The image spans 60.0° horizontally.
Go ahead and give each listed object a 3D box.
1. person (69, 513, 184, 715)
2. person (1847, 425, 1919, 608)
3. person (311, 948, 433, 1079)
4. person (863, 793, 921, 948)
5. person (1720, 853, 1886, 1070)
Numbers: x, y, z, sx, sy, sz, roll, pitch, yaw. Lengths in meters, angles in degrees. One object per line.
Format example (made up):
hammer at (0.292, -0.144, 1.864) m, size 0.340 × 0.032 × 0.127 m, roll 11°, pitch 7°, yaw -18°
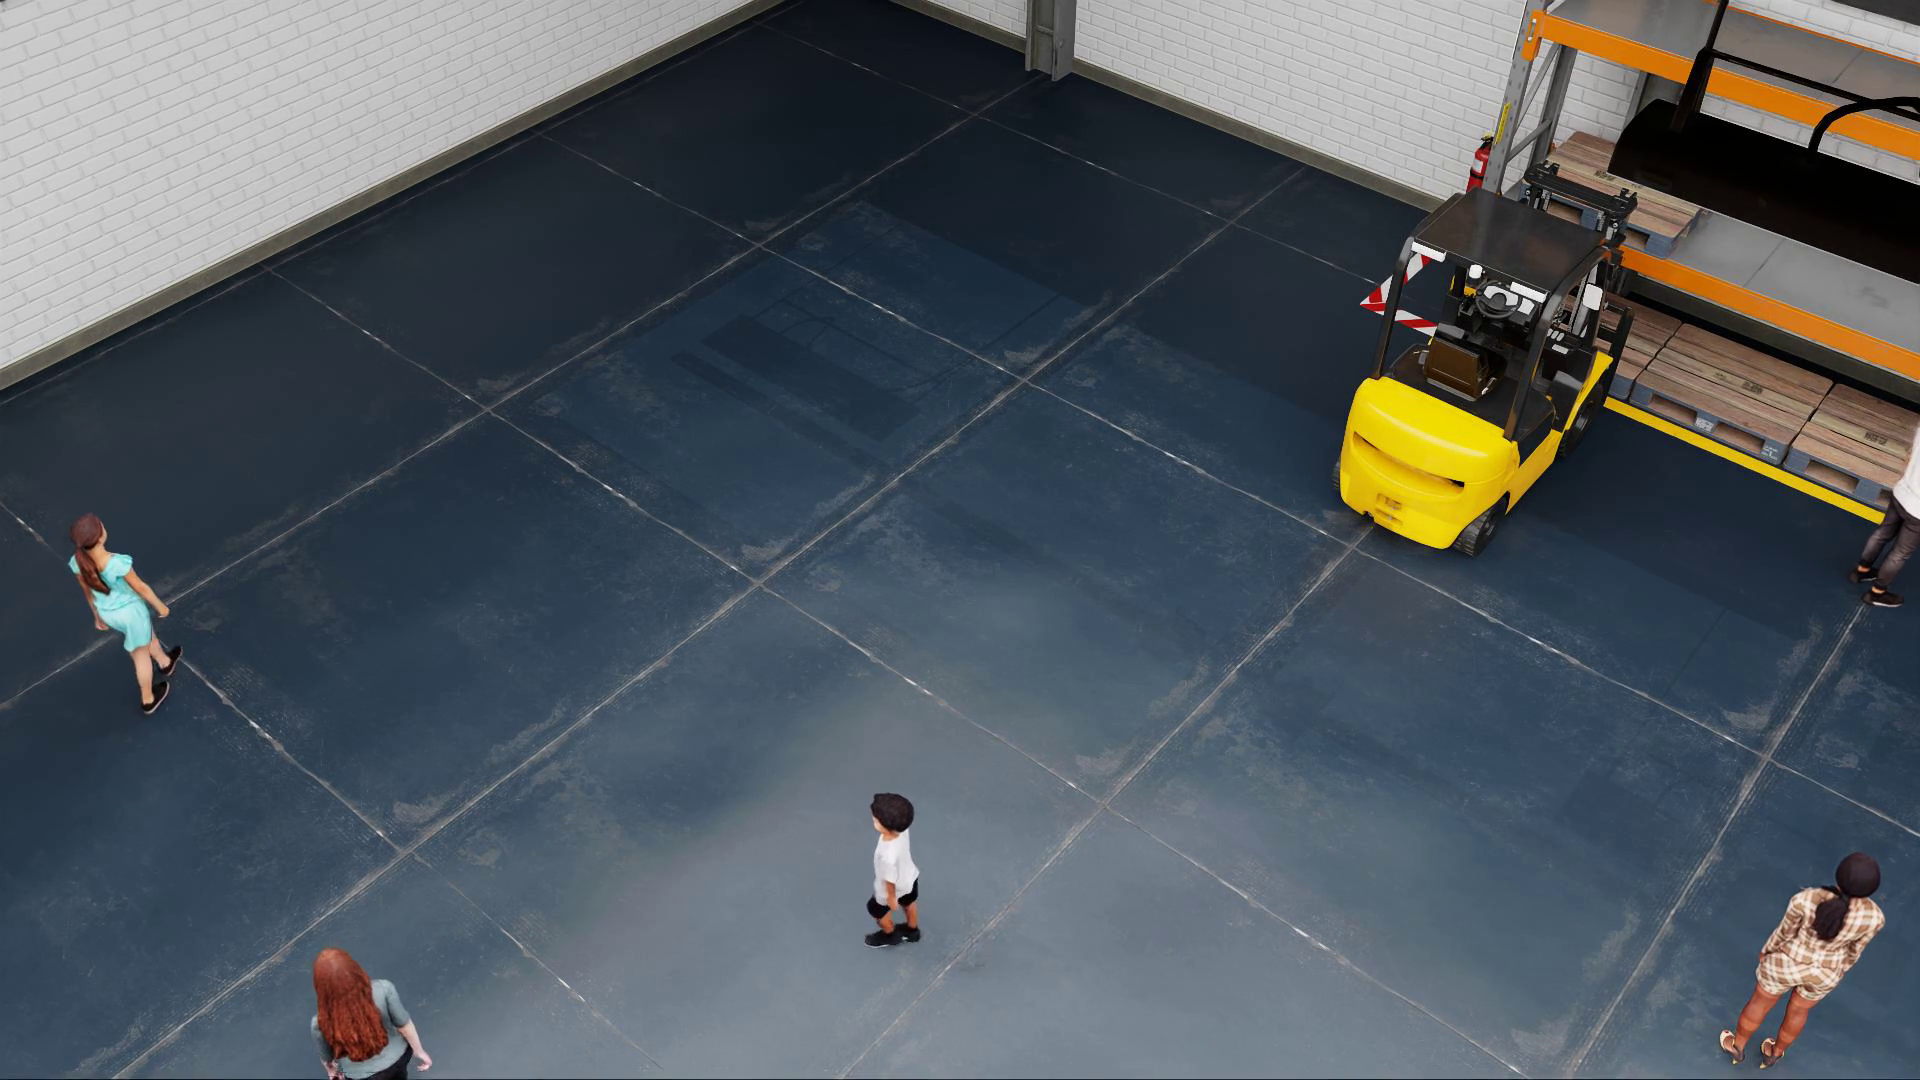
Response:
person at (-5.230, 0.499, 10.339) m, size 0.815 × 1.539 × 0.818 m, roll 7°, pitch 44°, yaw 8°
person at (6.356, -0.285, 11.029) m, size 0.753 × 1.721 × 0.698 m, roll -2°, pitch 44°, yaw -3°
person at (-2.759, 2.613, 8.012) m, size 0.740 × 1.688 × 1.208 m, roll -29°, pitch 51°, yaw -27°
person at (-0.295, 1.849, 9.132) m, size 0.634 × 1.249 × 0.597 m, roll 10°, pitch 44°, yaw 10°
person at (4.266, 2.155, 8.415) m, size 0.614 × 1.795 × 0.724 m, roll 12°, pitch 45°, yaw 12°
